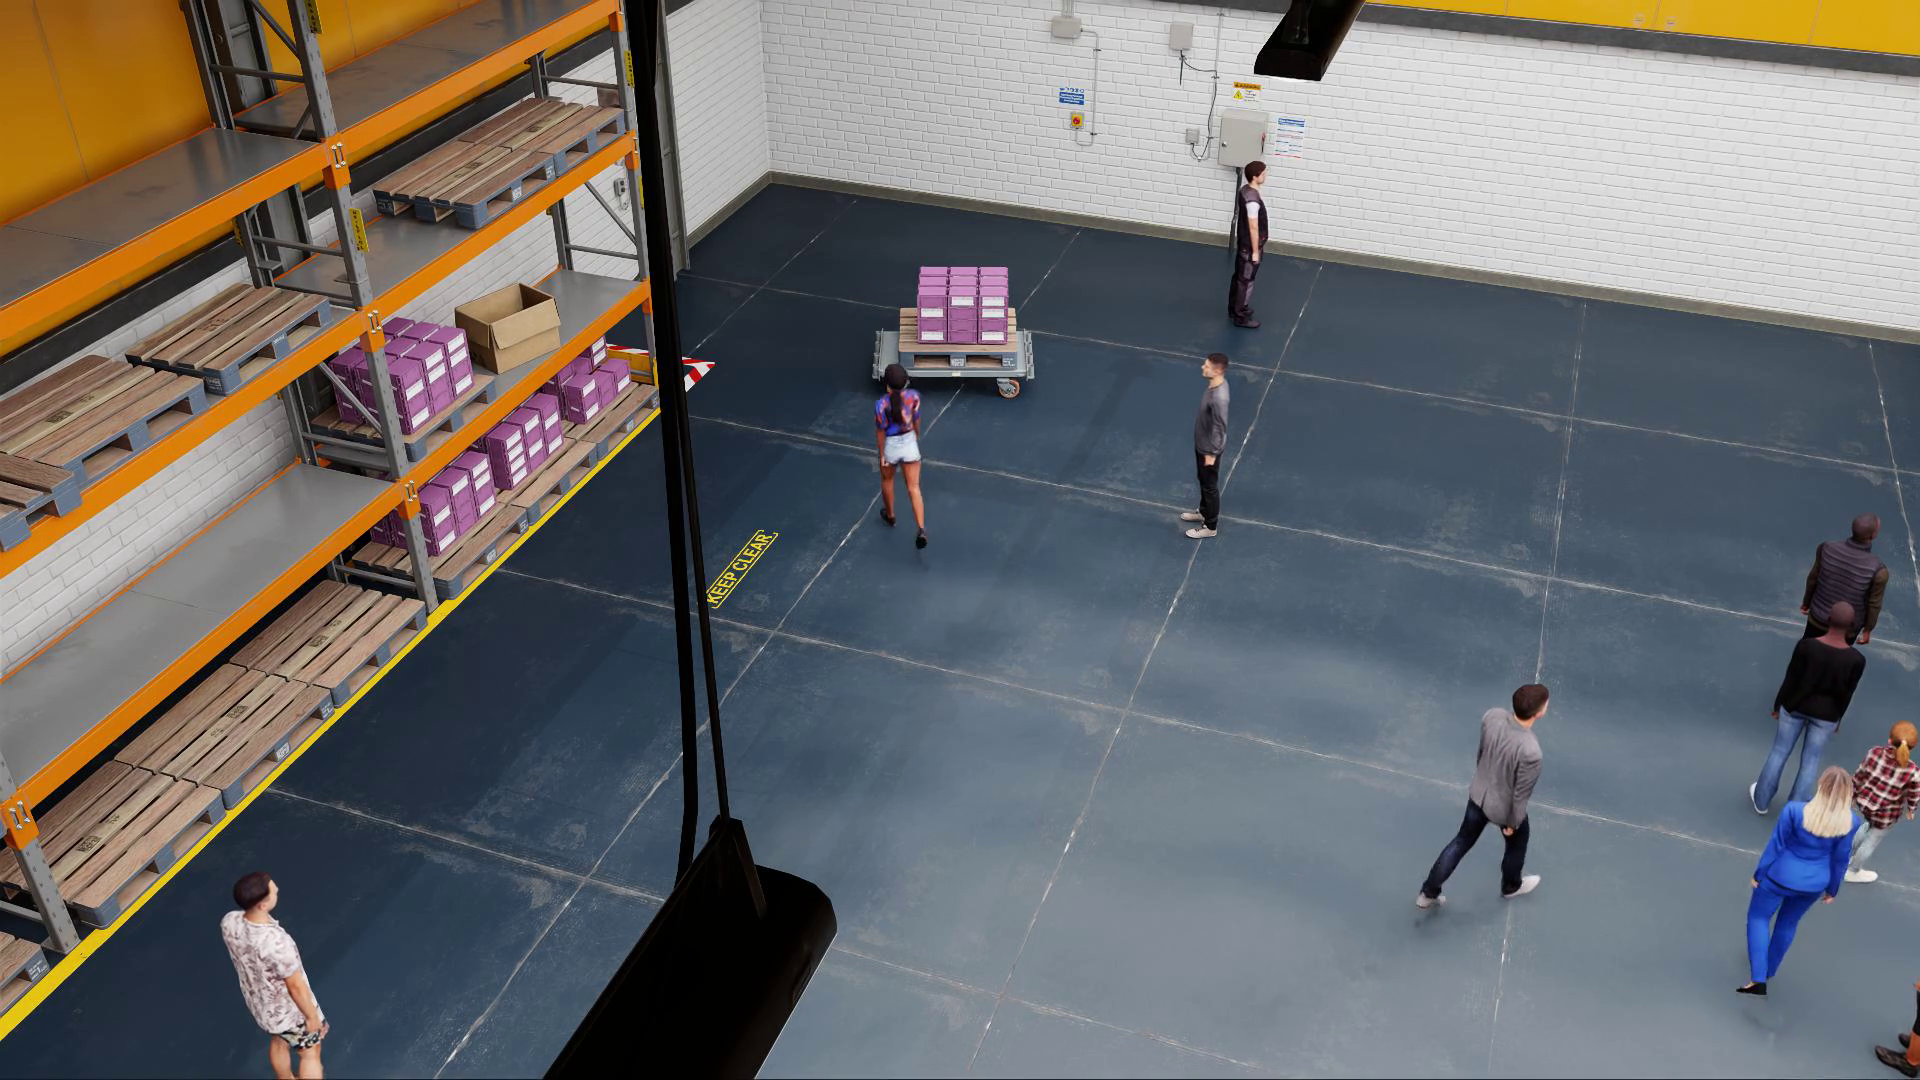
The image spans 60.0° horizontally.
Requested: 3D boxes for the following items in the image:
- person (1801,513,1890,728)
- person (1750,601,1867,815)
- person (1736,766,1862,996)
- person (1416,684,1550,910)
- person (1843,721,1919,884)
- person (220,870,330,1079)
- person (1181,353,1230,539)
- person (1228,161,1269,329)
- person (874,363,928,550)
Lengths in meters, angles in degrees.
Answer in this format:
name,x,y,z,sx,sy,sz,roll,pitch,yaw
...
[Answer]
name,x,y,z,sx,sy,sz,roll,pitch,yaw
person,6.479,0.583,12.328,0.775,1.836,0.777,-23,40,-31
person,5.876,1.196,11.494,0.648,1.739,0.647,19,38,26
person,5.093,2.139,10.129,0.708,1.678,0.857,5,34,8
person,3.378,1.694,10.656,1.283,1.836,1.171,-18,38,-25
person,6.063,1.757,11.048,0.669,1.298,0.604,-11,35,-17
person,-3.840,2.573,9.357,0.708,1.811,0.628,18,38,25
person,2.184,-0.838,14.533,0.745,1.761,0.585,0,34,0
person,3.126,-3.221,18.039,0.794,1.849,0.657,-2,34,-3
person,-0.487,-0.714,14.392,1.009,1.712,1.160,-10,35,-14
